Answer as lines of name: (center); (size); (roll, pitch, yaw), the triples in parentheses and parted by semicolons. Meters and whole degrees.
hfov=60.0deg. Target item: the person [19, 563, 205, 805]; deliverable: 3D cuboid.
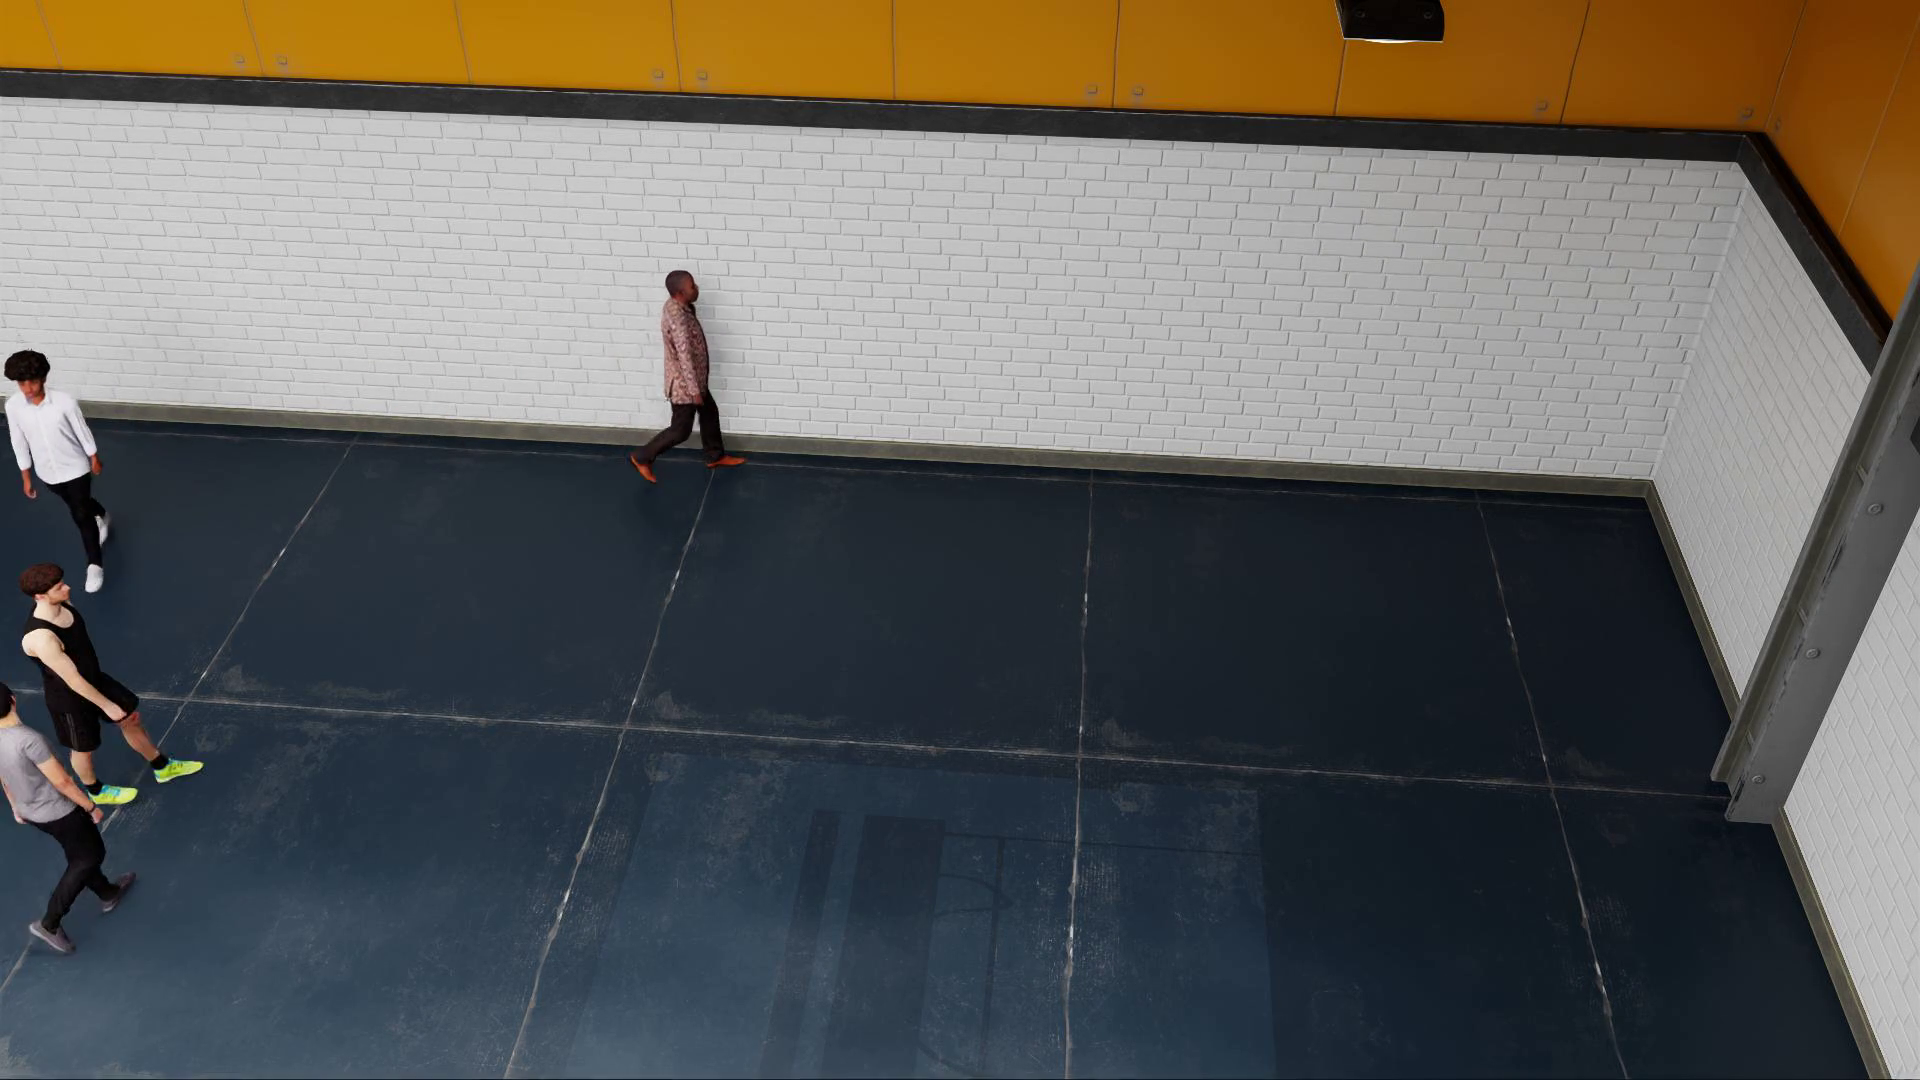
person: (-5.335, 0.916, 9.892); (0.858, 1.870, 0.926); (-6, 39, -7)

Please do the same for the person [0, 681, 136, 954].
person: (-5.098, 1.529, 9.244); (0.880, 1.721, 1.019); (21, 43, 24)

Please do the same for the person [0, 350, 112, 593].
person: (-6.395, -0.587, 11.858); (0.790, 1.767, 1.193); (-5, 39, -6)

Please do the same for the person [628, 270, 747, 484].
person: (-2.174, -1.202, 12.610); (0.838, 1.788, 1.097); (-2, 39, -3)
